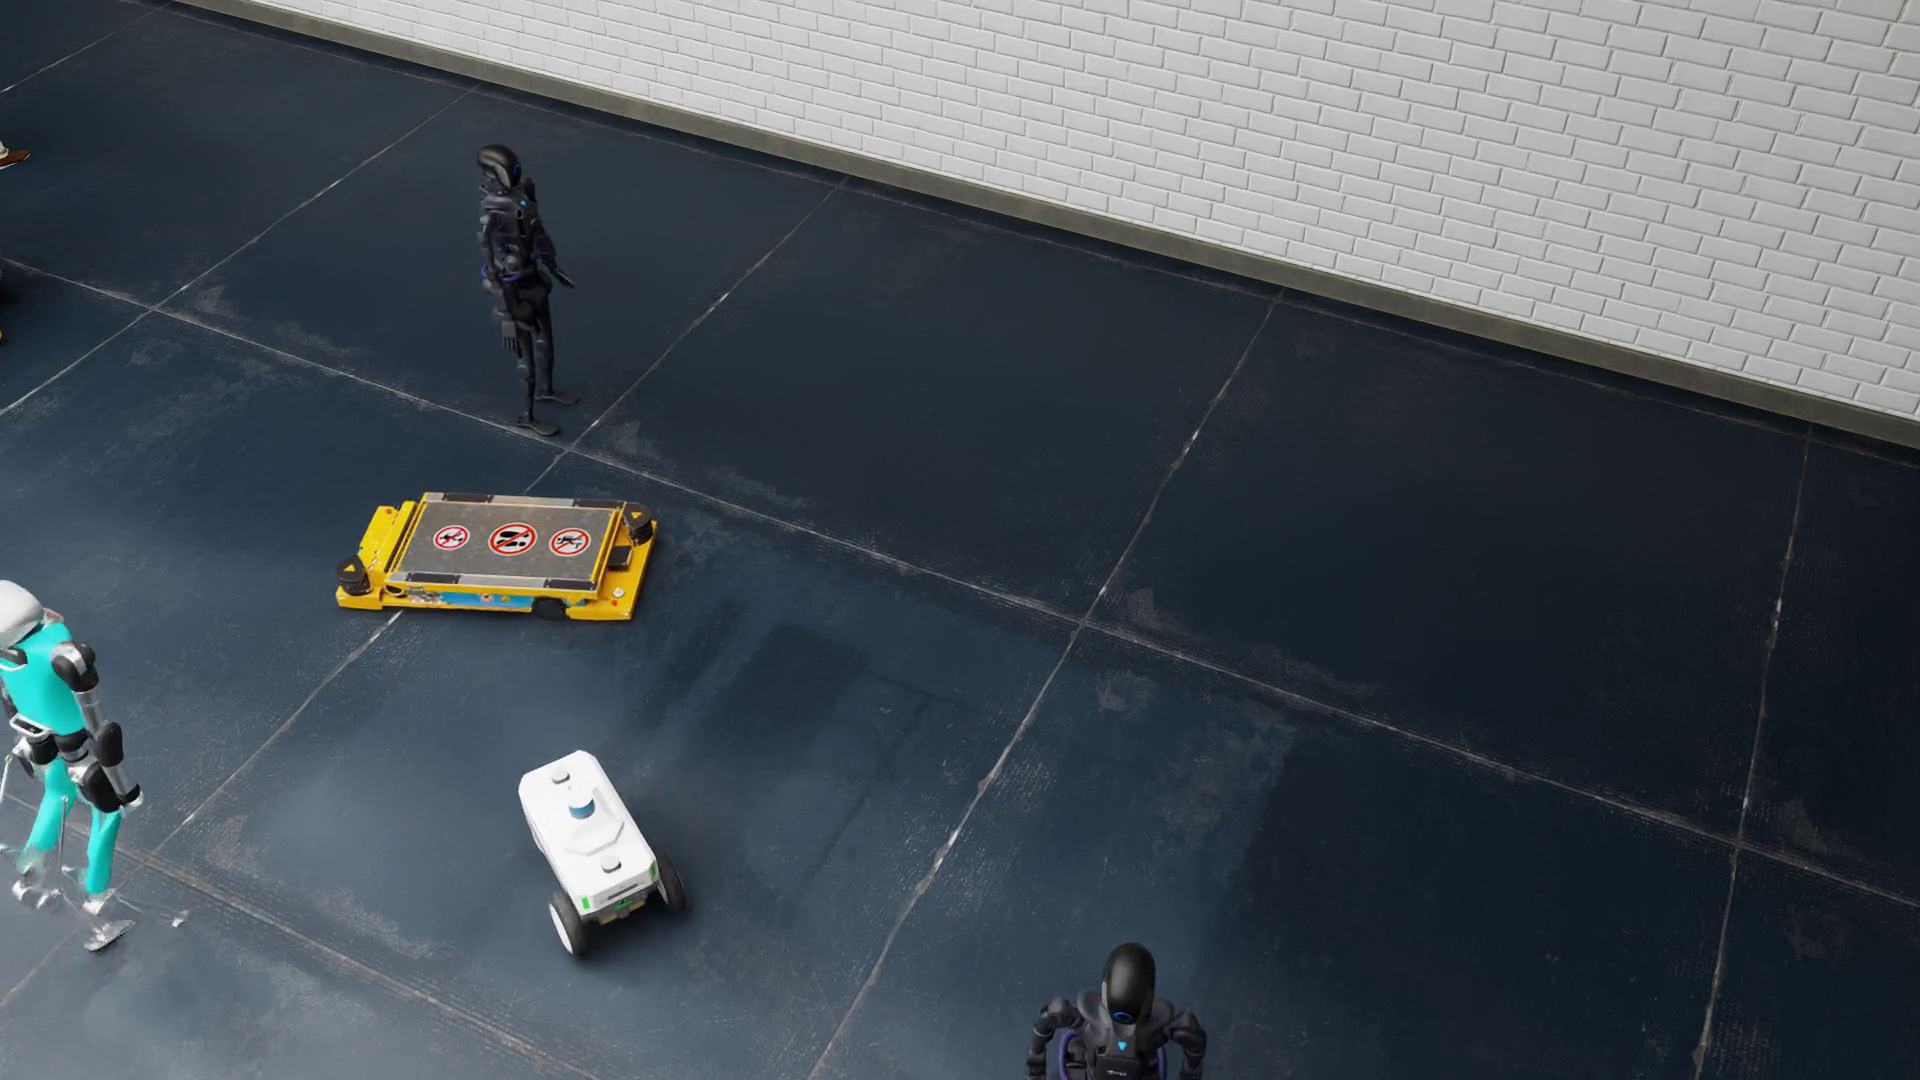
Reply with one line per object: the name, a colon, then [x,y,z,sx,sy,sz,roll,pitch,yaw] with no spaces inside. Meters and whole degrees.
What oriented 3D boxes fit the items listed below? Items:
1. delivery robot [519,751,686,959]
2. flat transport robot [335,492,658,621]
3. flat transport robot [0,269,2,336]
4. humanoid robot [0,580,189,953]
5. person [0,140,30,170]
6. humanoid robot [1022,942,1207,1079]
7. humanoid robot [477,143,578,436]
delivery robot: [-1.478,1.250,6.710,0.499,0.614,0.802,-23,48,-23]
flat transport robot: [-2.262,0.078,8.171,1.431,0.231,0.659,3,43,3]
flat transport robot: [-6.330,-1.297,9.654,1.431,0.231,0.659,22,47,22]
humanoid robot: [-3.365,0.982,6.130,0.544,1.811,0.690,18,46,19]
person: [-6.502,-3.148,10.646,0.502,1.632,0.282,12,44,13]
humanoid robot: [0.472,1.757,5.317,0.591,1.647,0.399,3,43,3]
humanoid robot: [-2.251,-1.309,8.626,0.324,1.651,0.601,11,44,12]
